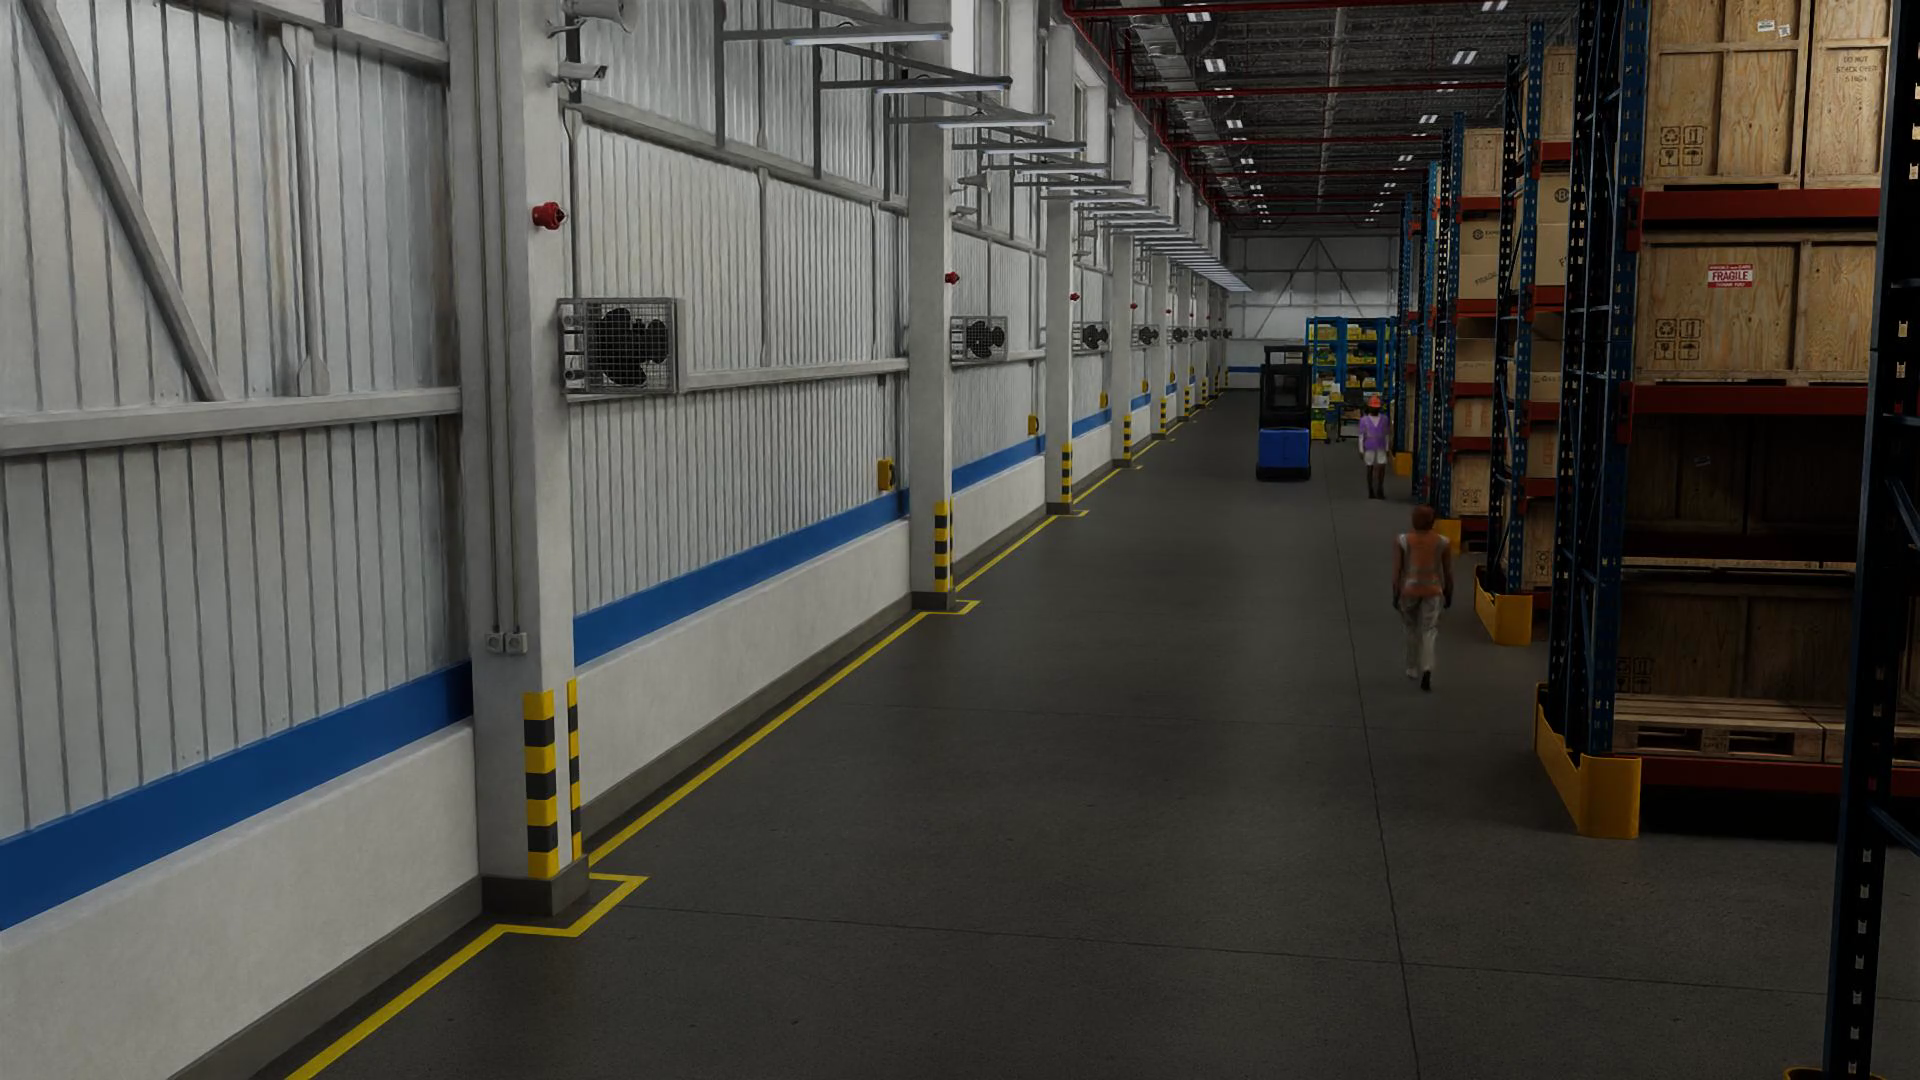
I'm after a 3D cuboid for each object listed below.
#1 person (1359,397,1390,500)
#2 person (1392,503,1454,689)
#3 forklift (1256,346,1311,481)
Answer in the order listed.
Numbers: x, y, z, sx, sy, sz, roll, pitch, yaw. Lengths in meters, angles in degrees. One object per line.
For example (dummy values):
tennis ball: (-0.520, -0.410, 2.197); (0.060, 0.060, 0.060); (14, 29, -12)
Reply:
person: (7.666, -1.682, 30.702); (0.581, 1.905, 0.828); (1, 7, 4)
person: (4.061, 0.479, 14.608); (0.526, 1.608, 0.779); (2, 7, 13)
forklift: (6.828, -2.692, 34.937); (1.129, 2.768, 1.873); (1, 7, 12)
